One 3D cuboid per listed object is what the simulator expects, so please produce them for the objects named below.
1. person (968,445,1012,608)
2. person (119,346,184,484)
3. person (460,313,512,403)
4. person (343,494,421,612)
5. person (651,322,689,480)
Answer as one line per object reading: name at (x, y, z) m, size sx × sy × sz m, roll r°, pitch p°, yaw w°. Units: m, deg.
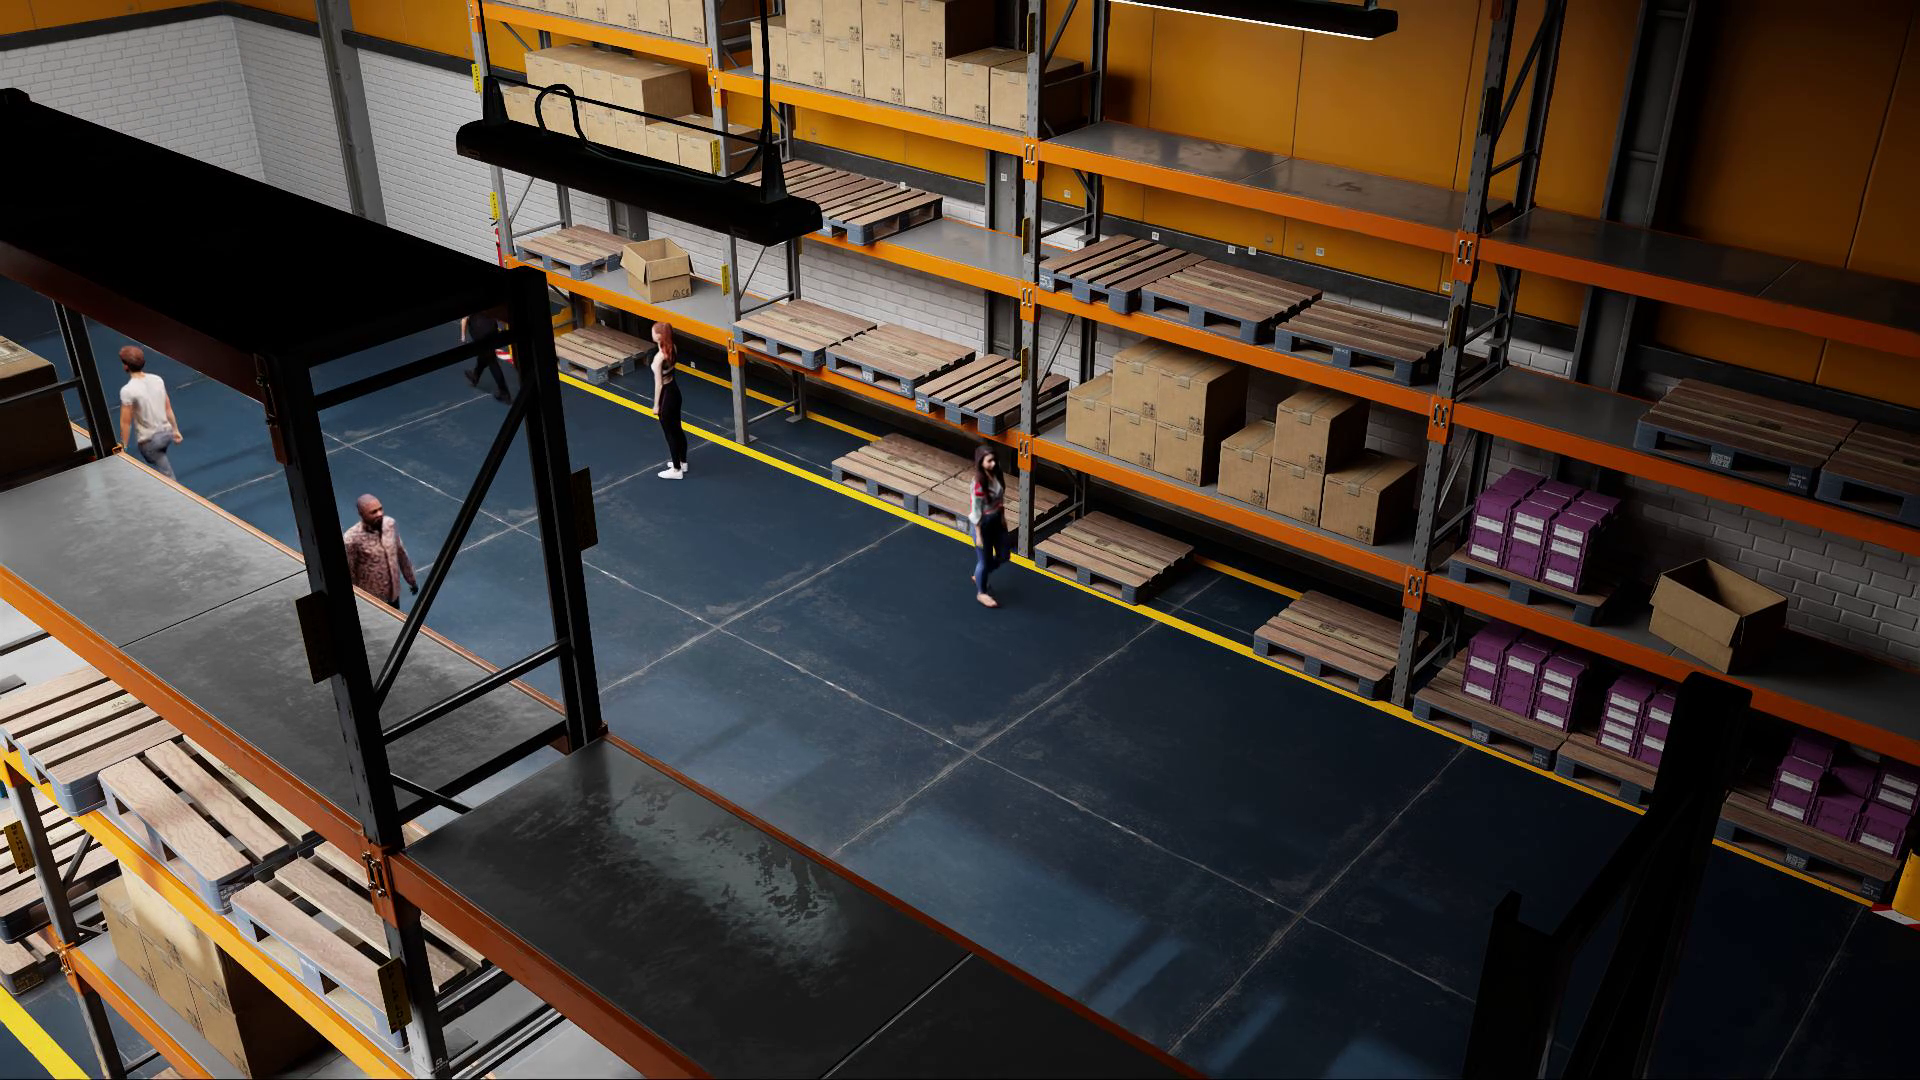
person at (0.196, -0.150, 15.139) m, size 0.609 × 1.602 × 0.605 m, roll 23°, pitch 36°, yaw 36°
person at (-7.860, -0.977, 16.383) m, size 1.101 × 1.863 × 0.931 m, roll 7°, pitch 29°, yaw 12°
person at (-5.430, -2.365, 19.150) m, size 1.082 × 1.650 × 0.659 m, roll 18°, pitch 34°, yaw 30°
person at (-4.921, 0.398, 13.937) m, size 0.714 × 1.792 × 0.752 m, roll 15°, pitch 32°, yaw 25°
person at (-3.046, -1.471, 17.419) m, size 0.646 × 1.740 × 0.658 m, roll 9°, pitch 30°, yaw 15°
